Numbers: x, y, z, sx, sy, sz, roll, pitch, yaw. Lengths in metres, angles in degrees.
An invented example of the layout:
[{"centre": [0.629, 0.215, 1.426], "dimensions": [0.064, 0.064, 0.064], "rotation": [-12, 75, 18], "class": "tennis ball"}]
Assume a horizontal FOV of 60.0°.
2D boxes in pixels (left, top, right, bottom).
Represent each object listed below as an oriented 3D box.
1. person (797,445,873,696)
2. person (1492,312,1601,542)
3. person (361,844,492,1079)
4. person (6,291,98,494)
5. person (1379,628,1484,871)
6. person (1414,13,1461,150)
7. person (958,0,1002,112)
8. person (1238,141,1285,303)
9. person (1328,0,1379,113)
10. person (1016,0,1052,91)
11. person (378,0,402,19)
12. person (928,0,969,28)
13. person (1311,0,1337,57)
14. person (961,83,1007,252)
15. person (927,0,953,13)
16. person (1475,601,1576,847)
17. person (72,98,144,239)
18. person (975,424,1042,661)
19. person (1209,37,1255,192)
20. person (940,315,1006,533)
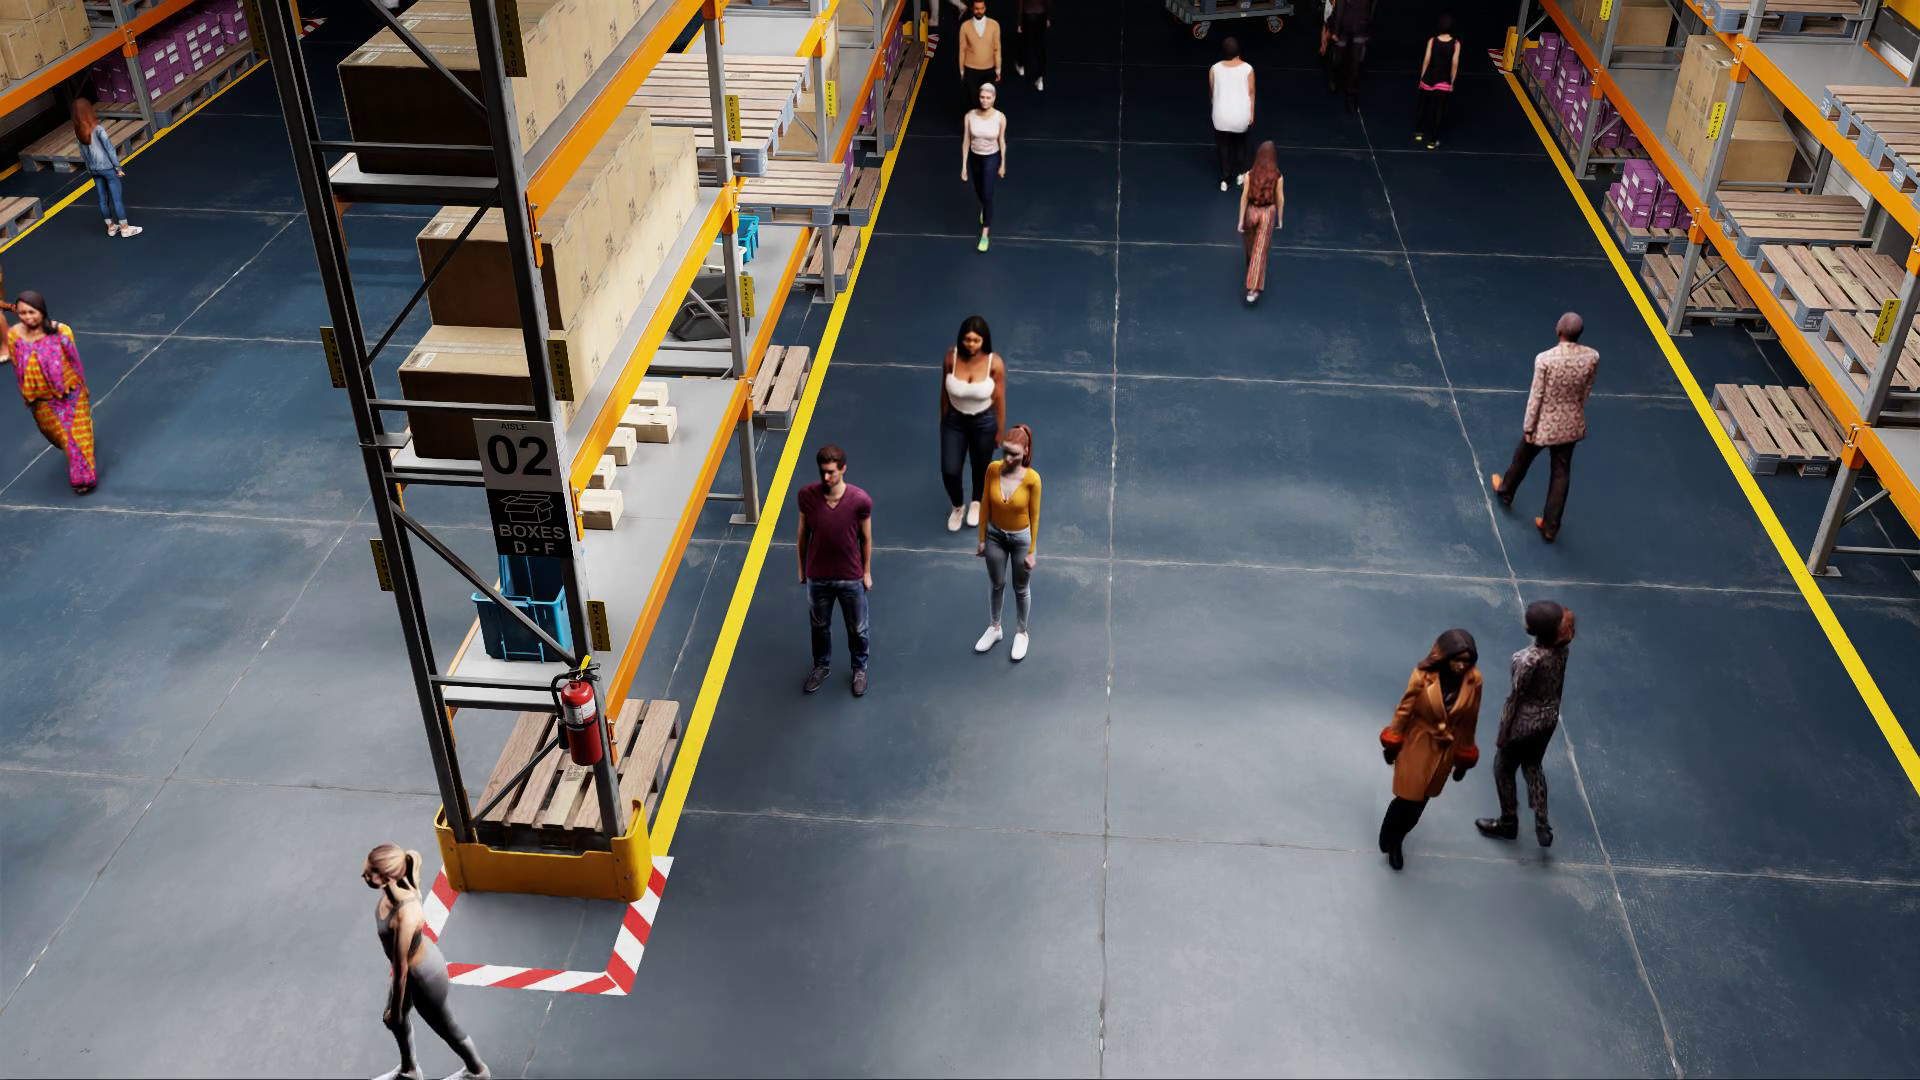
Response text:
[{"centre": [-0.815, 0.185, 10.905], "dimensions": [0.647, 1.855, 0.553], "rotation": [4, 34, 6], "class": "person"}, {"centre": [4.493, -0.811, 12.476], "dimensions": [0.780, 1.774, 1.085], "rotation": [-1, 34, -2], "class": "person"}, {"centre": [-2.553, 2.118, 8.150], "dimensions": [0.843, 1.684, 0.850], "rotation": [-15, 36, -21], "class": "person"}, {"centre": [-7.186, -1.232, 13.215], "dimensions": [0.810, 1.657, 1.098], "rotation": [-6, 34, -9], "class": "person"}, {"centre": [2.675, 1.161, 9.568], "dimensions": [0.718, 1.708, 0.682], "rotation": [2, 34, 3], "class": "person"}, {"centre": [5.608, -5.401, 19.597], "dimensions": [0.633, 1.535, 0.717], "rotation": [13, 36, 18], "class": "person"}, {"centre": [0.239, -5.551, 19.636], "dimensions": [0.777, 1.741, 1.051], "rotation": [-3, 34, -4], "class": "person"}, {"centre": [2.897, -3.057, 16.082], "dimensions": [0.696, 1.521, 1.138], "rotation": [8, 35, 12], "class": "person"}, {"centre": [4.863, -6.374, 20.728], "dimensions": [0.676, 1.903, 1.151], "rotation": [3, 34, 4], "class": "person"}, {"centre": [0.965, -6.587, 21.277], "dimensions": [0.882, 1.650, 1.193], "rotation": [-7, 34, -11], "class": "person"}, {"centre": [-7.953, -7.554, 23.110], "dimensions": [0.701, 1.233, 0.947], "rotation": [-10, 35, -15], "class": "person"}, {"centre": [-0.220, -8.080, 23.480], "dimensions": [0.705, 1.697, 0.859], "rotation": [0, 34, 0], "class": "person"}, {"centre": [5.017, -7.592, 22.589], "dimensions": [0.903, 1.872, 1.134], "rotation": [14, 36, 20], "class": "person"}, {"centre": [0.258, -3.935, 17.275], "dimensions": [0.712, 1.664, 1.215], "rotation": [8, 34, 11], "class": "person"}, {"centre": [-0.341, -8.449, 24.084], "dimensions": [0.931, 1.643, 0.884], "rotation": [-22, 40, -30], "class": "person"}, {"centre": [3.339, 1.085, 9.697], "dimensions": [0.813, 1.693, 0.884], "rotation": [-15, 36, -21], "class": "person"}, {"centre": [-8.959, -3.886, 17.370], "dimensions": [0.610, 1.477, 0.563], "rotation": [10, 35, 14], "class": "person"}, {"centre": [0.342, 0.008, 11.264], "dimensions": [0.647, 1.751, 0.660], "rotation": [13, 36, 18], "class": "person"}, {"centre": [3.024, -4.711, 18.445], "dimensions": [0.745, 1.662, 0.747], "rotation": [15, 37, 22], "class": "person"}, {"centre": [0.096, -0.923, 12.629], "dimensions": [0.696, 1.791, 0.687], "rotation": [6, 34, 9], "class": "person"}]
